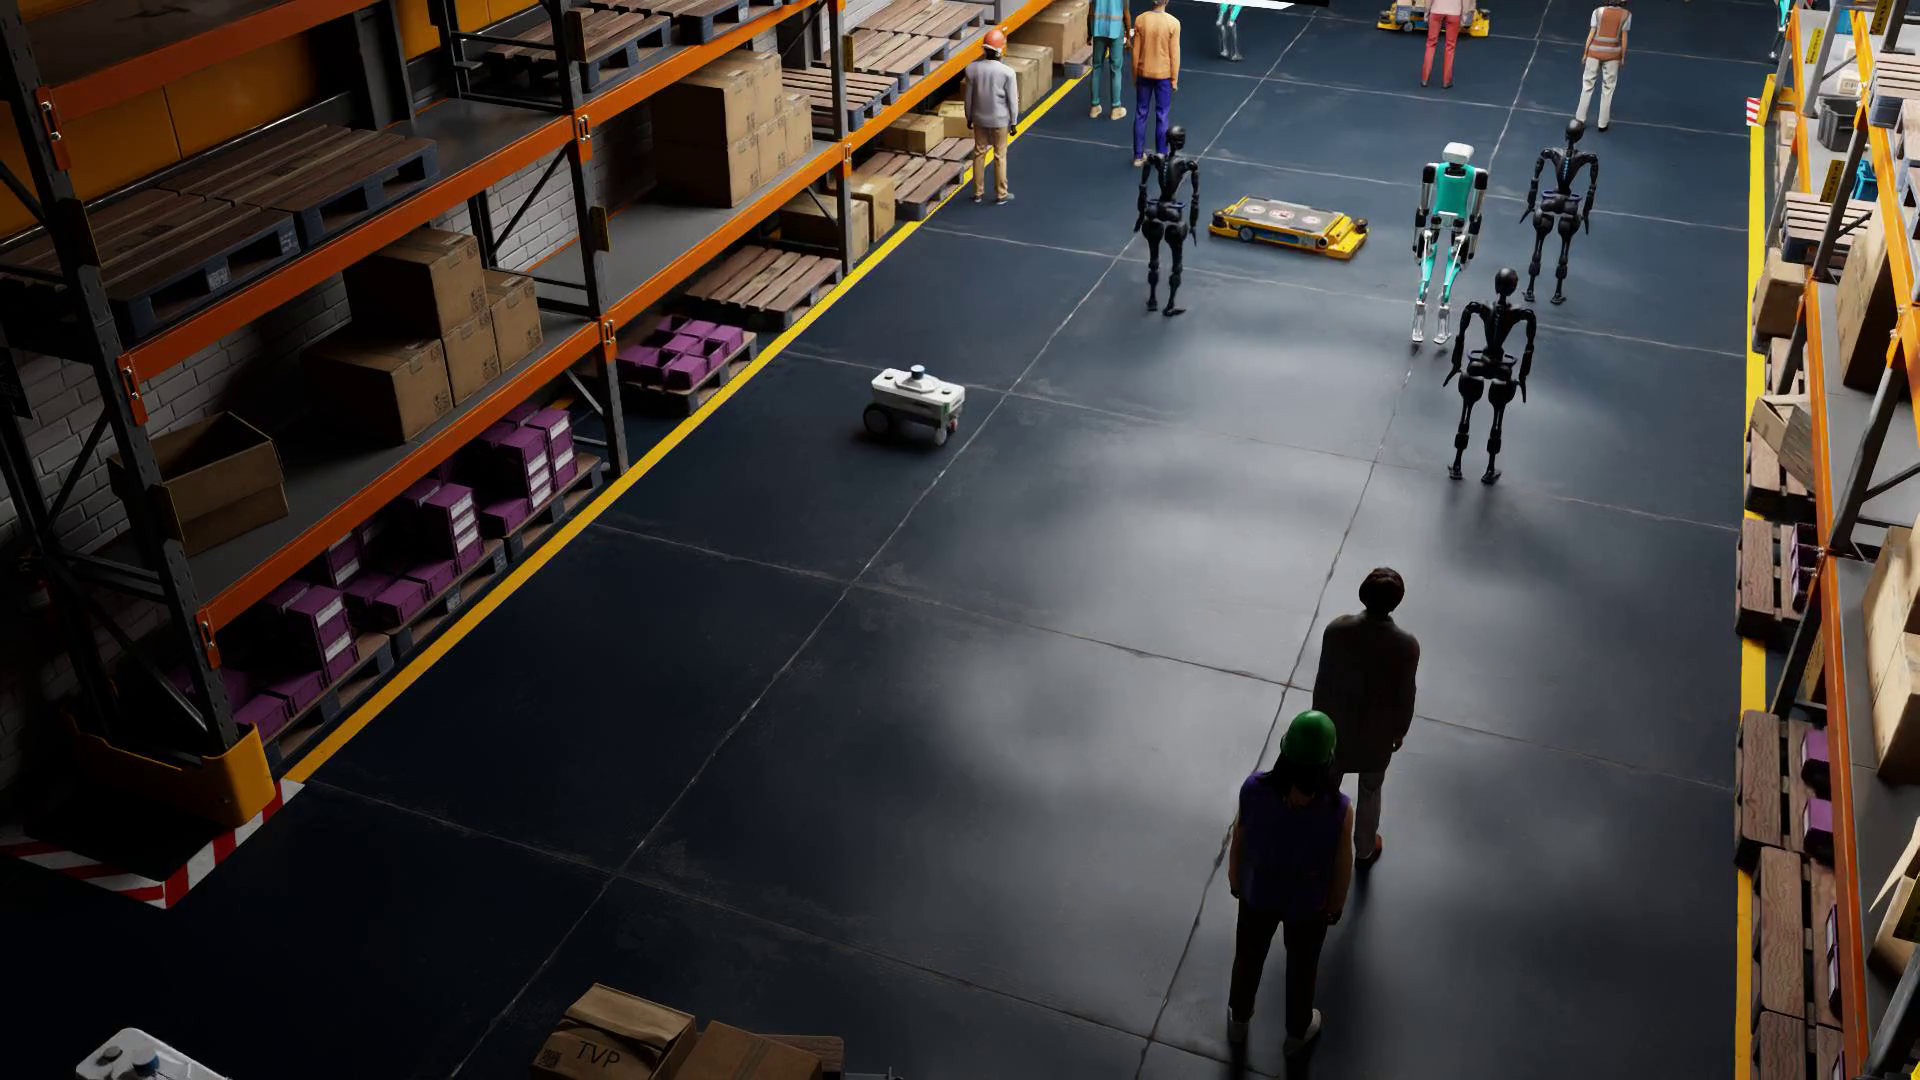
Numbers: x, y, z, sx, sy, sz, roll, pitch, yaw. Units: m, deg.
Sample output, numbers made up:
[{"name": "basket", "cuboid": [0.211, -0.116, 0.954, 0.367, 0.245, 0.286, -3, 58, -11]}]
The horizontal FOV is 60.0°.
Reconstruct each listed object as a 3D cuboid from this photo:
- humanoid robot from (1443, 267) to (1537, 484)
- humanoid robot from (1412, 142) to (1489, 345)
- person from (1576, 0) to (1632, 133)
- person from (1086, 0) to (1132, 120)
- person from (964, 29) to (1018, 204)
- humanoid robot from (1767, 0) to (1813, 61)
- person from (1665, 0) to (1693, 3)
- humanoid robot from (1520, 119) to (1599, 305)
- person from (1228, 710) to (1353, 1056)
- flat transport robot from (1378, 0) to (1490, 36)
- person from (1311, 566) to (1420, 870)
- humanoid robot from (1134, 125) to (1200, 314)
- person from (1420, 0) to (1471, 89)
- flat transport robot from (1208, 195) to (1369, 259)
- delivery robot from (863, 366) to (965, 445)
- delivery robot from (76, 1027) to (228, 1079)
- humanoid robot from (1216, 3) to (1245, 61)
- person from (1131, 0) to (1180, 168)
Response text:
[{"name": "humanoid robot", "cuboid": [3.855, -1.208, 12.153, 0.599, 1.655, 0.315, 12, 35, 18]}, {"name": "humanoid robot", "cuboid": [3.997, -2.396, 13.824, 0.533, 1.677, 0.735, 12, 35, 18]}, {"name": "person", "cuboid": [7.243, -5.441, 18.700, 0.455, 1.687, 0.299, 12, 35, 18]}, {"name": "person", "cuboid": [1.695, -5.755, 19.025, 0.541, 1.865, 0.371, 12, 35, 18]}, {"name": "person", "cuboid": [0.325, -4.287, 16.857, 0.572, 1.748, 0.341, 12, 35, 18]}, {"name": "humanoid robot", "cuboid": [10.373, -6.782, 20.612, 0.533, 1.677, 0.735, 12, 35, 18]}, {"name": "person", "cuboid": [10.238, -8.411, 23.323, 0.497, 1.658, 0.337, 12, 35, 18]}, {"name": "humanoid robot", "cuboid": [5.322, -2.931, 14.817, 0.599, 1.657, 0.315, 12, 35, 18]}, {"name": "person", "cuboid": [1.493, 1.586, 7.606, 0.545, 1.929, 0.417, 12, 35, 18]}, {"name": "flat transport robot", "cuboid": [6.404, -7.034, 22.477, 1.431, 0.231, 0.659, 8, 34, 13]}, {"name": "person", "cuboid": [2.096, 0.937, 8.705, 0.515, 1.829, 0.360, 12, 35, 18]}, {"name": "humanoid robot", "cuboid": [1.811, -2.815, 14.660, 0.612, 1.643, 0.457, 17, 36, 24]}, {"name": "person", "cuboid": [5.853, -6.342, 20.029, 0.532, 1.764, 0.328, 12, 35, 18]}, {"name": "flat transport robot", "cuboid": [3.239, -3.087, 16.370, 1.431, 0.231, 0.659, 17, 36, 24]}, {"name": "delivery robot", "cuboid": [-0.337, -1.089, 13.005, 0.748, 0.586, 0.524, 17, 36, 24]}, {"name": "delivery robot", "cuboid": [-3.587, 2.494, 7.460, 0.748, 0.586, 0.524, 17, 36, 24]}, {"name": "humanoid robot", "cuboid": [3.423, -6.924, 20.936, 0.549, 1.743, 0.840, 18, 37, 26]}, {"name": "person", "cuboid": [2.077, -4.947, 17.669, 0.516, 1.982, 0.388, 12, 35, 18]}]
